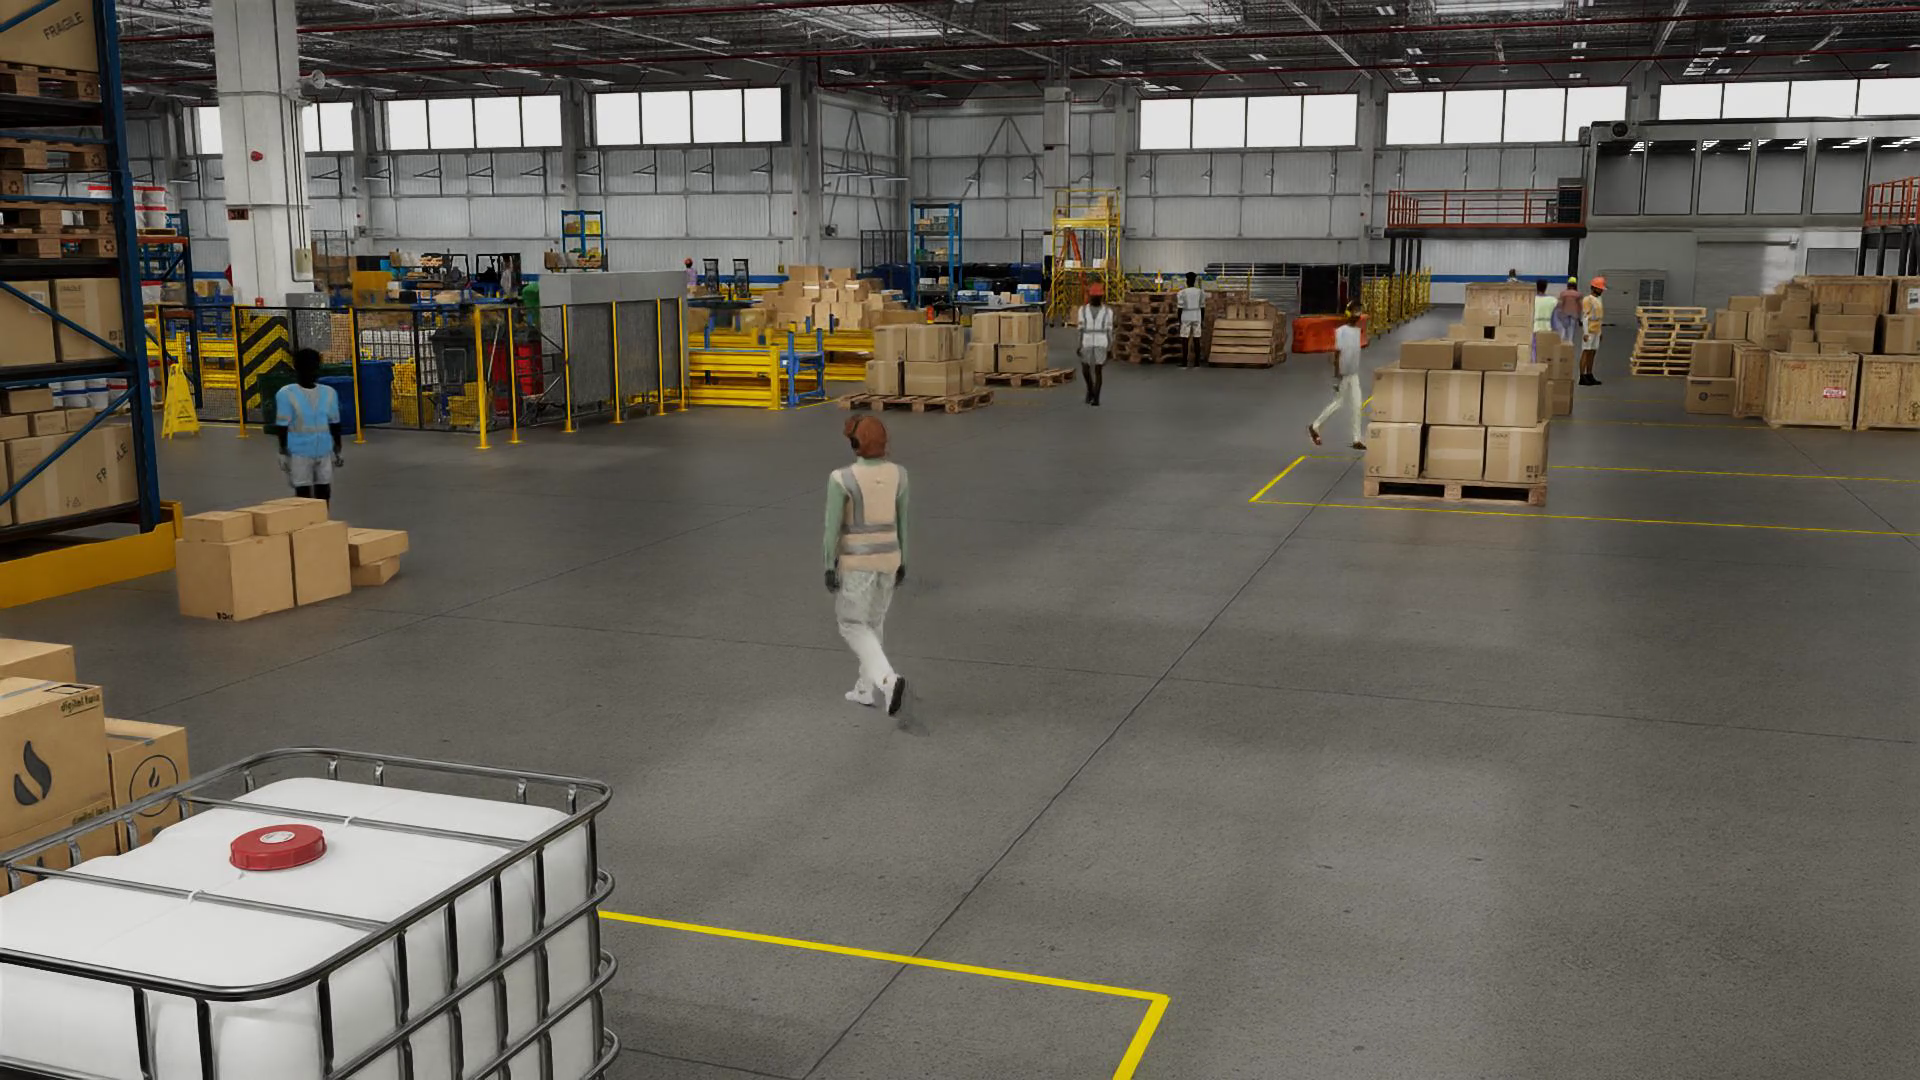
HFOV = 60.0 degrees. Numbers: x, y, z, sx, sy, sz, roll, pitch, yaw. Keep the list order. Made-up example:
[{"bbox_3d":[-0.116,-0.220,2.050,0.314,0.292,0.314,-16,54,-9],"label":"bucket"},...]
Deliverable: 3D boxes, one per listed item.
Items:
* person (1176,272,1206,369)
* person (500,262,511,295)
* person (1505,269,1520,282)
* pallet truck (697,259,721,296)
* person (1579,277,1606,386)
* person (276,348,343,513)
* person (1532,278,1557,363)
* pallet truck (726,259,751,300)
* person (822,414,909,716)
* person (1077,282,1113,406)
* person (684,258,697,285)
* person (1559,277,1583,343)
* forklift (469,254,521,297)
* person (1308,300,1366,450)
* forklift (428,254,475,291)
[{"bbox_3d":[4.666,-4.443,33.666,0.606,1.966,0.367,-2,10,-13],"label":"person"},{"bbox_3d":[-15.999,-8.818,58.505,0.428,1.890,0.681,-2,10,-10],"label":"person"},{"bbox_3d":[16.054,-6.979,48.446,0.528,1.787,0.979,-2,10,-13],"label":"person"},{"bbox_3d":[-9.165,-9.627,62.776,0.823,1.965,1.885,4,11,23],"label":"pallet truck"},{"bbox_3d":[11.323,-3.725,29.727,0.542,1.931,0.366,-9,13,-40],"label":"person"},{"bbox_3d":[-5.204,-0.696,13.359,0.358,1.681,0.550,8,13,38],"label":"person"},{"bbox_3d":[10.459,-3.762,30.014,0.594,1.904,0.476,1,10,5],"label":"person"},{"bbox_3d":[-7.986,-9.493,62.019,0.823,1.965,1.885,3,11,17],"label":"pallet truck"},{"bbox_3d":[-0.462,0.142,8.823,0.521,1.619,0.636,-8,13,-36],"label":"person"},{"bbox_3d":[2.097,-3.047,25.927,0.578,1.922,0.404,2,10,13],"label":"person"},{"bbox_3d":[-9.352,-8.713,57.536,0.408,2.034,0.608,7,12,35],"label":"person"},{"bbox_3d":[14.483,-5.349,39.414,0.523,1.730,0.878,5,11,28],"label":"person"},{"bbox_3d":[-17.990,-10.121,64.684,1.157,1.987,2.680,3,11,17],"label":"forklift"},{"bbox_3d":[4.709,-2.040,20.501,0.528,1.847,0.860,-8,13,-39],"label":"person"},{"bbox_3d":[-20.133,-10.254,65.465,1.157,1.987,2.680,3,11,19],"label":"forklift"}]
